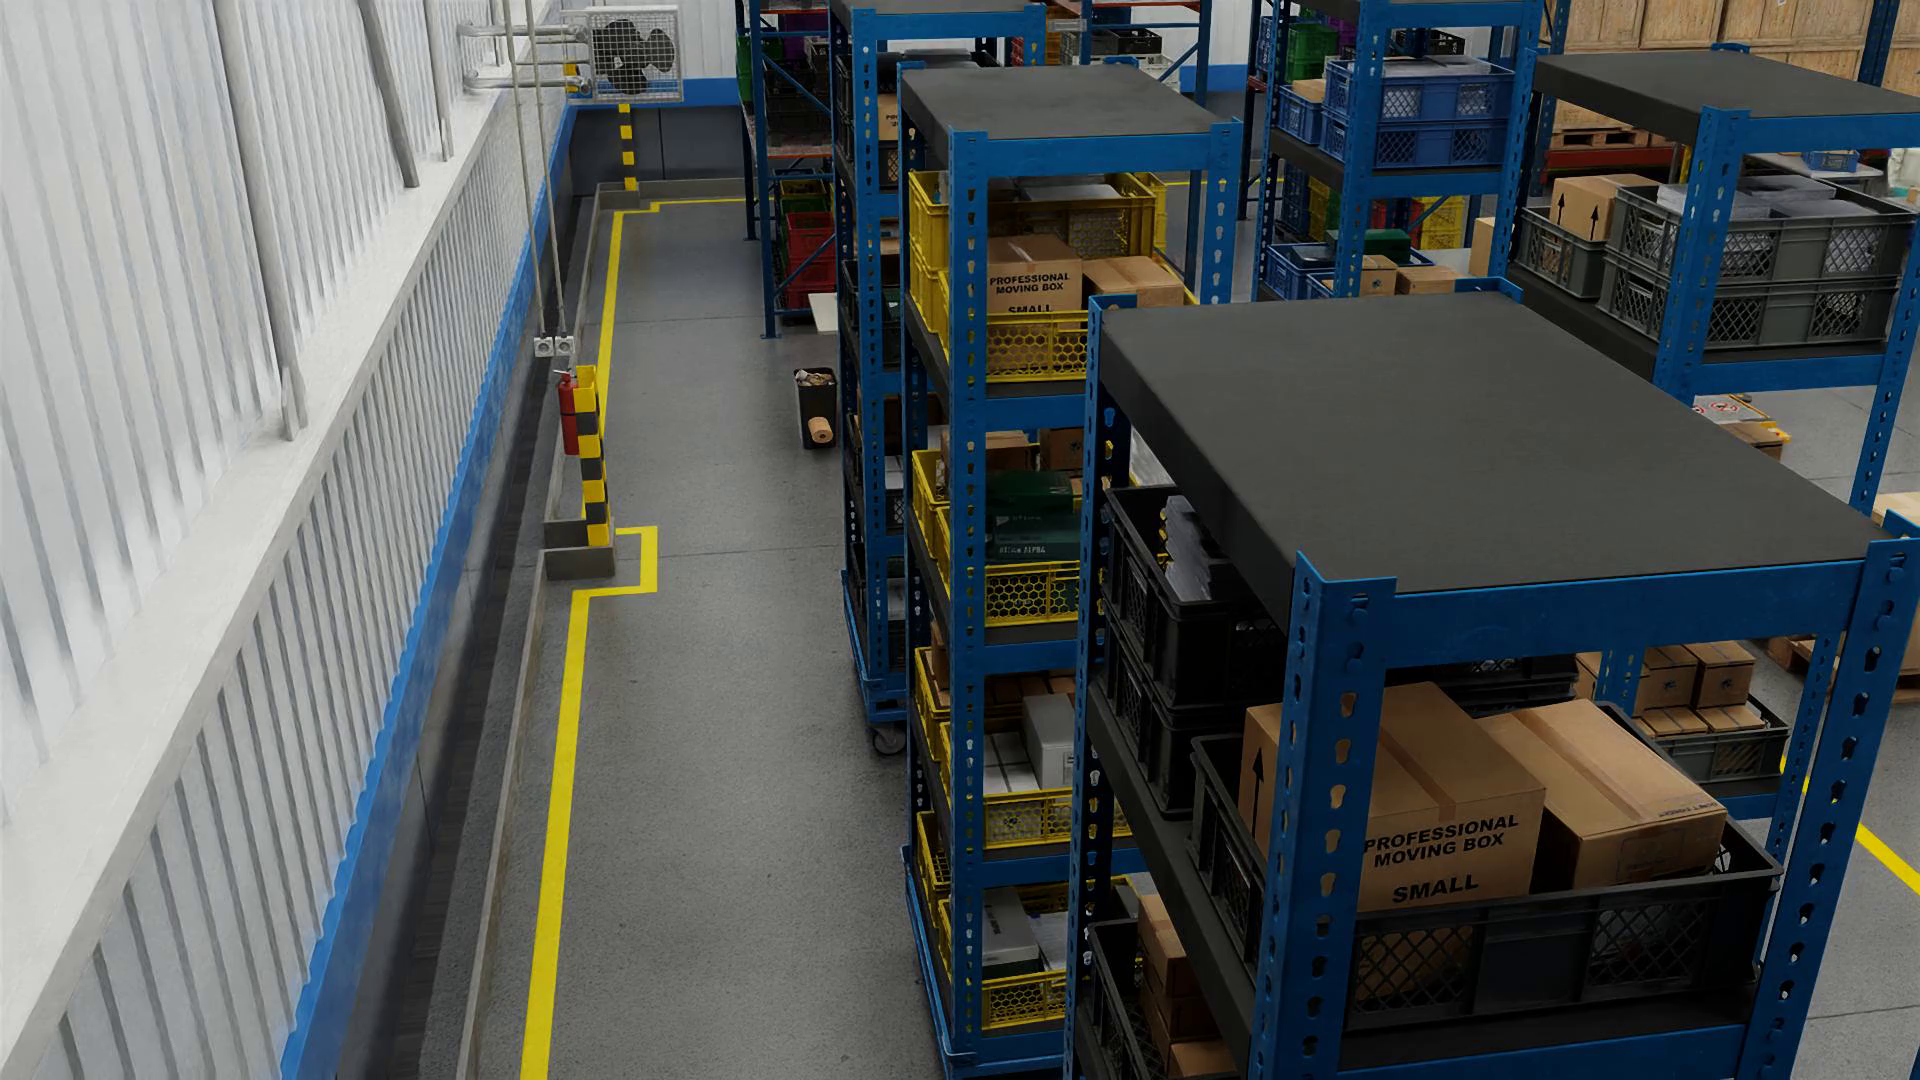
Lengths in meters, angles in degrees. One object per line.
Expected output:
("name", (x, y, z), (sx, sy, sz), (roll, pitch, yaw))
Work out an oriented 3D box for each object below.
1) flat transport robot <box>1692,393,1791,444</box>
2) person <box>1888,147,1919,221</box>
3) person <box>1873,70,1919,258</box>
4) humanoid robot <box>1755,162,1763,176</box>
("flat transport robot", (5.224, -0.859, 12.132), (1.431, 0.197, 0.652), (-4, 25, -8))
("person", (8.999, -3.283, 15.680), (0.549, 1.730, 0.447), (17, 30, 33))
("person", (9.407, -3.779, 16.396), (0.676, 2.000, 0.536), (-15, 28, -29))
("humanoid robot", (8.724, -4.379, 18.193), (0.784, 1.622, 0.681), (16, 29, 31))
